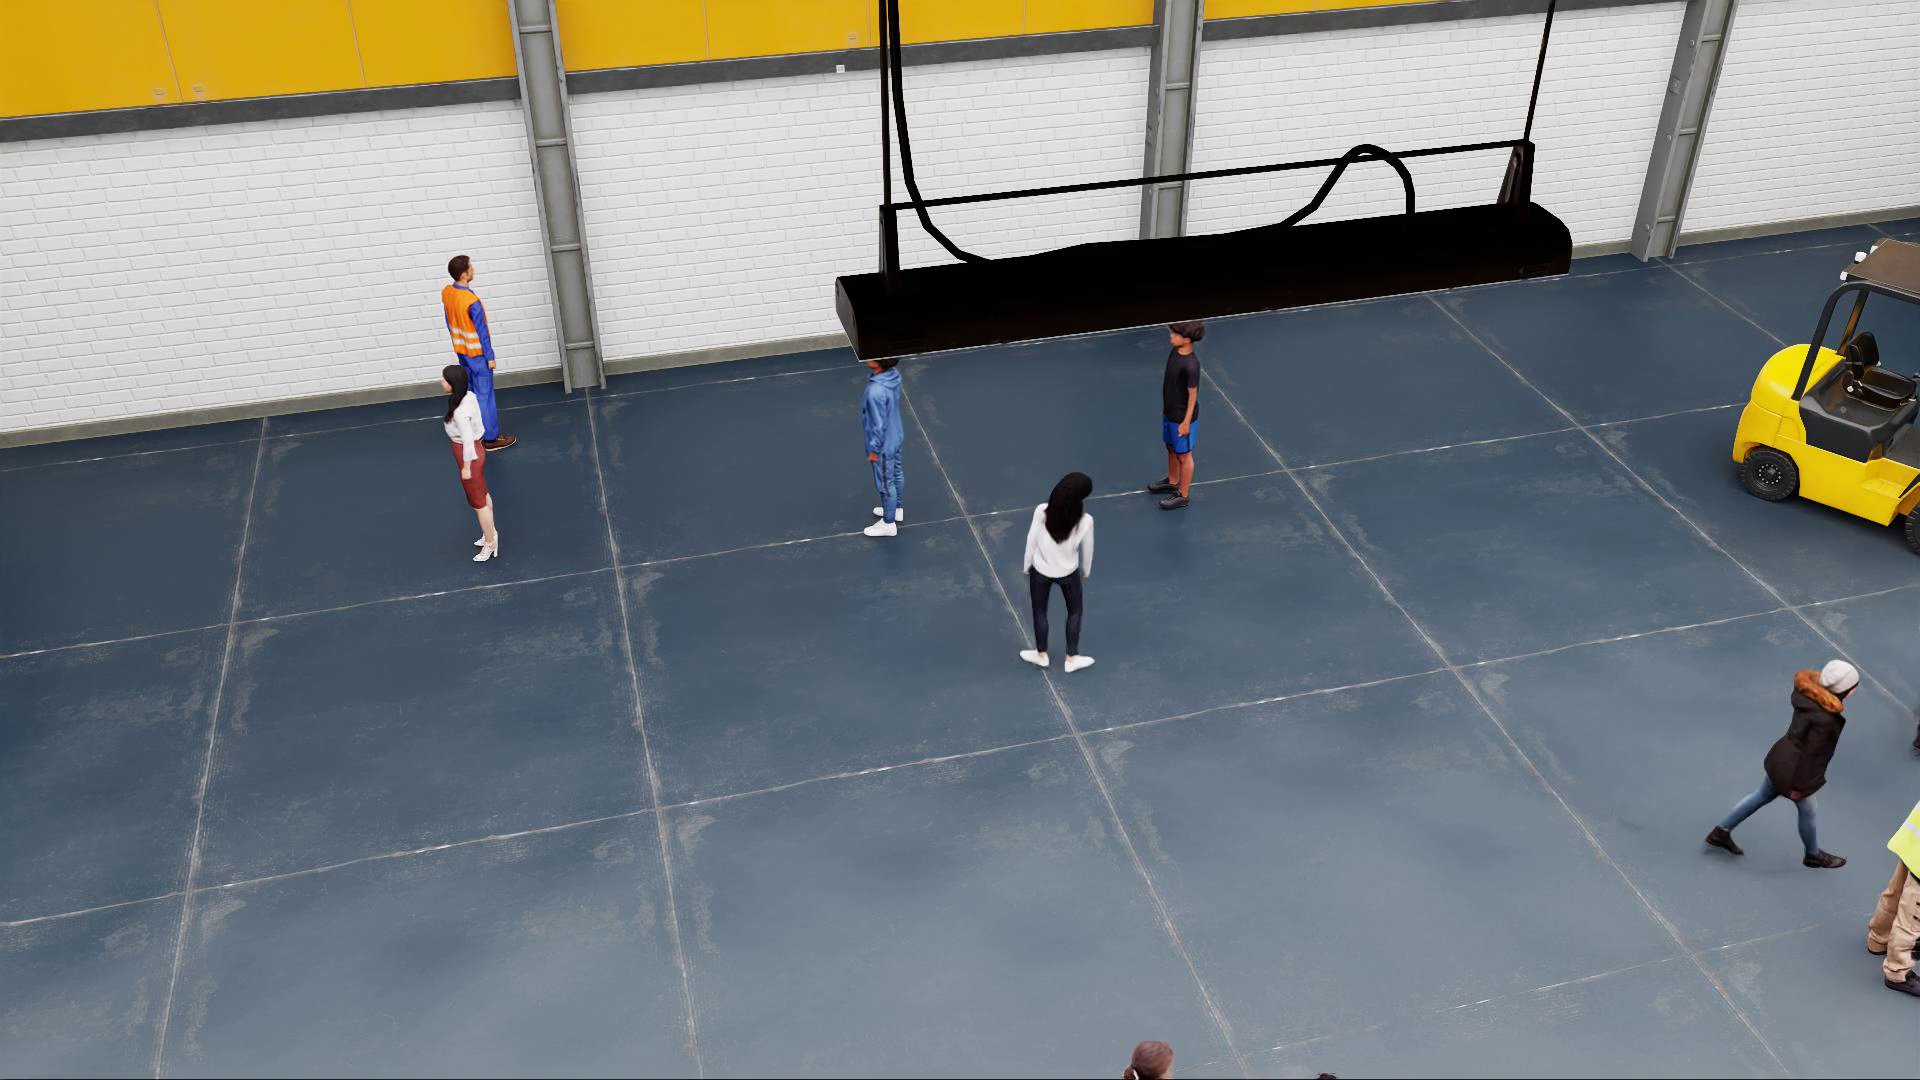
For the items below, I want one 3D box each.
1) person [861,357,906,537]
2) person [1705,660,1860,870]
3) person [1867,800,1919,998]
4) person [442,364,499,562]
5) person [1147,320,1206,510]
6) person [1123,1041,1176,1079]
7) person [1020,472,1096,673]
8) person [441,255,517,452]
[{"bbox_3d":[-0.622,-0.868,13.752,0.758,1.811,0.758,9,35,13],"label":"person"},{"bbox_3d":[5.198,1.419,10.511,1.171,1.590,0.939,7,34,10],"label":"person"},{"bbox_3d":[5.677,1.837,9.650,0.866,1.847,0.827,6,34,10],"label":"person"},{"bbox_3d":[-3.956,-0.631,13.450,0.525,1.751,0.605,-6,34,-9],"label":"person"},{"bbox_3d":[1.875,-1.102,14.119,0.524,1.796,0.599,-8,35,-12],"label":"person"},{"bbox_3d":[0.885,3.015,8.141,0.592,1.556,0.592,-20,38,-27],"label":"person"},{"bbox_3d":[0.662,0.237,12.215,0.625,1.672,0.835,-8,34,-12],"label":"person"},{"bbox_3d":[-4.375,-1.690,14.942,0.794,1.863,0.814,25,41,32],"label":"person"}]
